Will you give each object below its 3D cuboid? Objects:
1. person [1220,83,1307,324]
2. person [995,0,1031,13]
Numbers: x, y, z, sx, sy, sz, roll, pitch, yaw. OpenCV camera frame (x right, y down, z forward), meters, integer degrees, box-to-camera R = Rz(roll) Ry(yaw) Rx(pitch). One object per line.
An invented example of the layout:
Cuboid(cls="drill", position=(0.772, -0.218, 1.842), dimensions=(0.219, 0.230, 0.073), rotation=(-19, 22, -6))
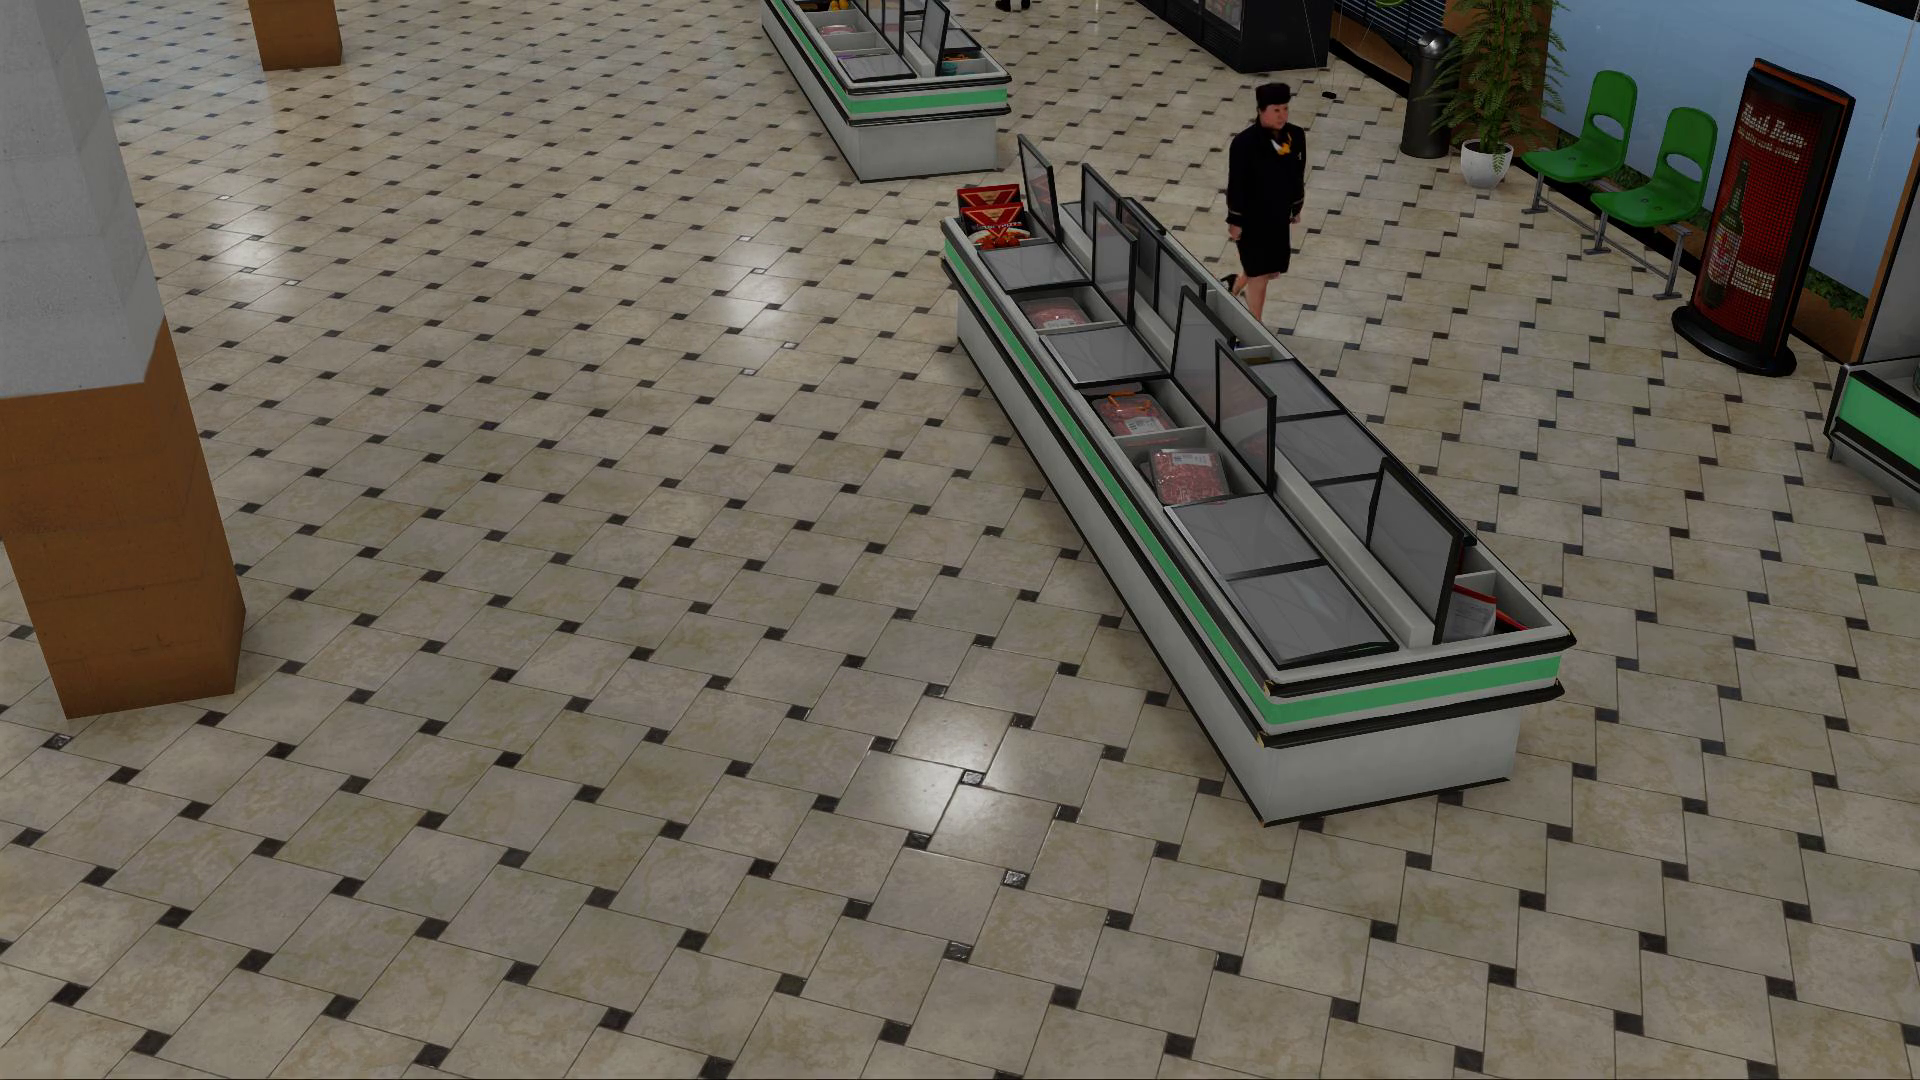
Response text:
Cuboid(cls="person", position=(1.826, -1.982, 10.186), dimensions=(0.793, 1.659, 0.929), rotation=(-14, 35, -21))
Cuboid(cls="person", position=(0.567, -6.385, 17.134), dimensions=(0.634, 1.793, 0.505), rotation=(-8, 33, -12))
